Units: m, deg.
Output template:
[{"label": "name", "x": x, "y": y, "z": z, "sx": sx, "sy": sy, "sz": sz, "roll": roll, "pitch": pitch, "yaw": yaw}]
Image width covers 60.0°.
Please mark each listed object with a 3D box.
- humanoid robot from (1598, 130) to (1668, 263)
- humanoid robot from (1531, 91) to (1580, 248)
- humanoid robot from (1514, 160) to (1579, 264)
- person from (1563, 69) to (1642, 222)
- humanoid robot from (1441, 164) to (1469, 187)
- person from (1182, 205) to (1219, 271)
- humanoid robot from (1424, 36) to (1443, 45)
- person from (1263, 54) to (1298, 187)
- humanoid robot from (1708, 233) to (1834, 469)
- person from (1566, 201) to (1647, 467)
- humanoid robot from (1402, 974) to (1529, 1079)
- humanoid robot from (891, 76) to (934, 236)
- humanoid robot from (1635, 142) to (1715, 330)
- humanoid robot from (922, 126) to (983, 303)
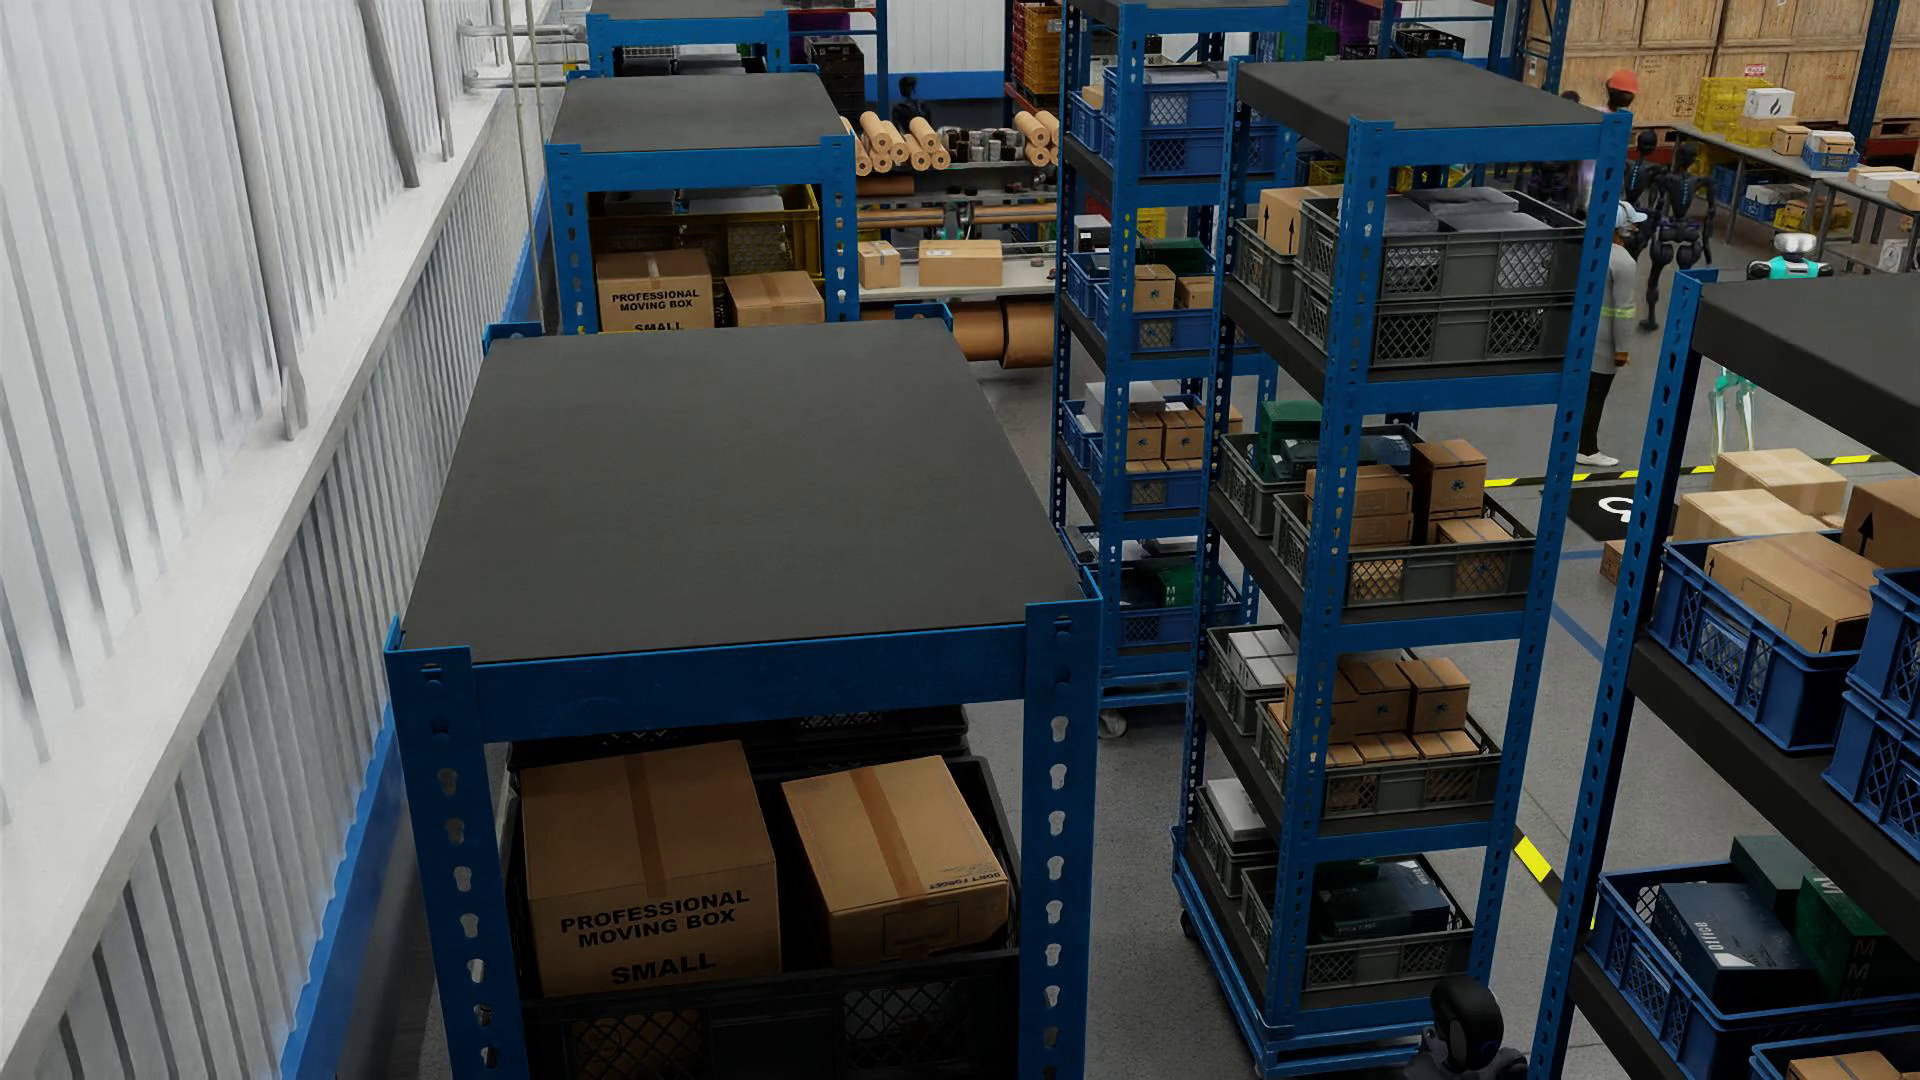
[{"label": "humanoid robot", "x": 5.834, "y": -2.772, "z": 14.652, "sx": 0.609, "sy": 1.638, "sz": 0.446, "roll": 15, "pitch": 29, "yaw": 30}, {"label": "humanoid robot", "x": 5.987, "y": -3.653, "z": 16.561, "sx": 0.435, "sy": 1.645, "sz": 0.594, "roll": -17, "pitch": 30, "yaw": -32}, {"label": "humanoid robot", "x": 5.519, "y": -3.205, "z": 15.654, "sx": 0.609, "sy": 1.610, "sz": 0.778, "roll": 8, "pitch": 26, "yaw": 16}, {"label": "person", "x": 6.054, "y": -3.370, "z": 15.555, "sx": 0.963, "sy": 1.997, "sz": 0.622, "roll": 22, "pitch": 33, "yaw": 40}, {"label": "humanoid robot", "x": 4.938, "y": -3.696, "z": 16.688, "sx": 0.533, "sy": 1.888, "sz": 0.718, "roll": -4, "pitch": 25, "yaw": -9}, {"label": "person", "x": 2.360, "y": -3.407, "z": 15.838, "sx": 0.431, "sy": 1.835, "sz": 0.622, "roll": -13, "pitch": 28, "yaw": -27}, {"label": "humanoid robot", "x": 5.167, "y": -4.941, "z": 19.310, "sx": 0.882, "sy": 1.780, "sz": 0.553, "roll": 11, "pitch": 27, "yaw": 23}, {"label": "person", "x": 3.678, "y": -5.006, "z": 19.302, "sx": 0.716, "sy": 1.854, "sz": 0.348, "roll": 9, "pitch": 26, "yaw": 19}, {"label": "humanoid robot", "x": 5.371, "y": -1.304, "z": 11.216, "sx": 0.533, "sy": 1.677, "sz": 0.735, "roll": 1, "pitch": 25, "yaw": 2}, {"label": "person", "x": 4.449, "y": -1.423, "z": 11.497, "sx": 0.371, "sy": 1.852, "sz": 0.588, "roll": -5, "pitch": 25, "yaw": -11}, {"label": "humanoid robot", "x": 1.278, "y": 1.867, "z": 4.537, "sx": 0.599, "sy": 1.657, "sz": 0.315, "roll": -11, "pitch": 27, "yaw": -22}, {"label": "humanoid robot", "x": -0.487, "y": -3.979, "z": 17.290, "sx": 0.720, "sy": 1.629, "sz": 0.594, "roll": 22, "pitch": 32, "yaw": 39}, {"label": "humanoid robot", "x": 6.107, "y": -2.558, "z": 14.180, "sx": 0.613, "sy": 1.637, "sz": 0.539, "roll": 4, "pitch": 25, "yaw": 9}, {"label": "humanoid robot", "x": -0.103, "y": -2.517, "z": 14.114, "sx": 0.538, "sy": 1.872, "sz": 0.716, "roll": 4, "pitch": 25, "yaw": 10}]
